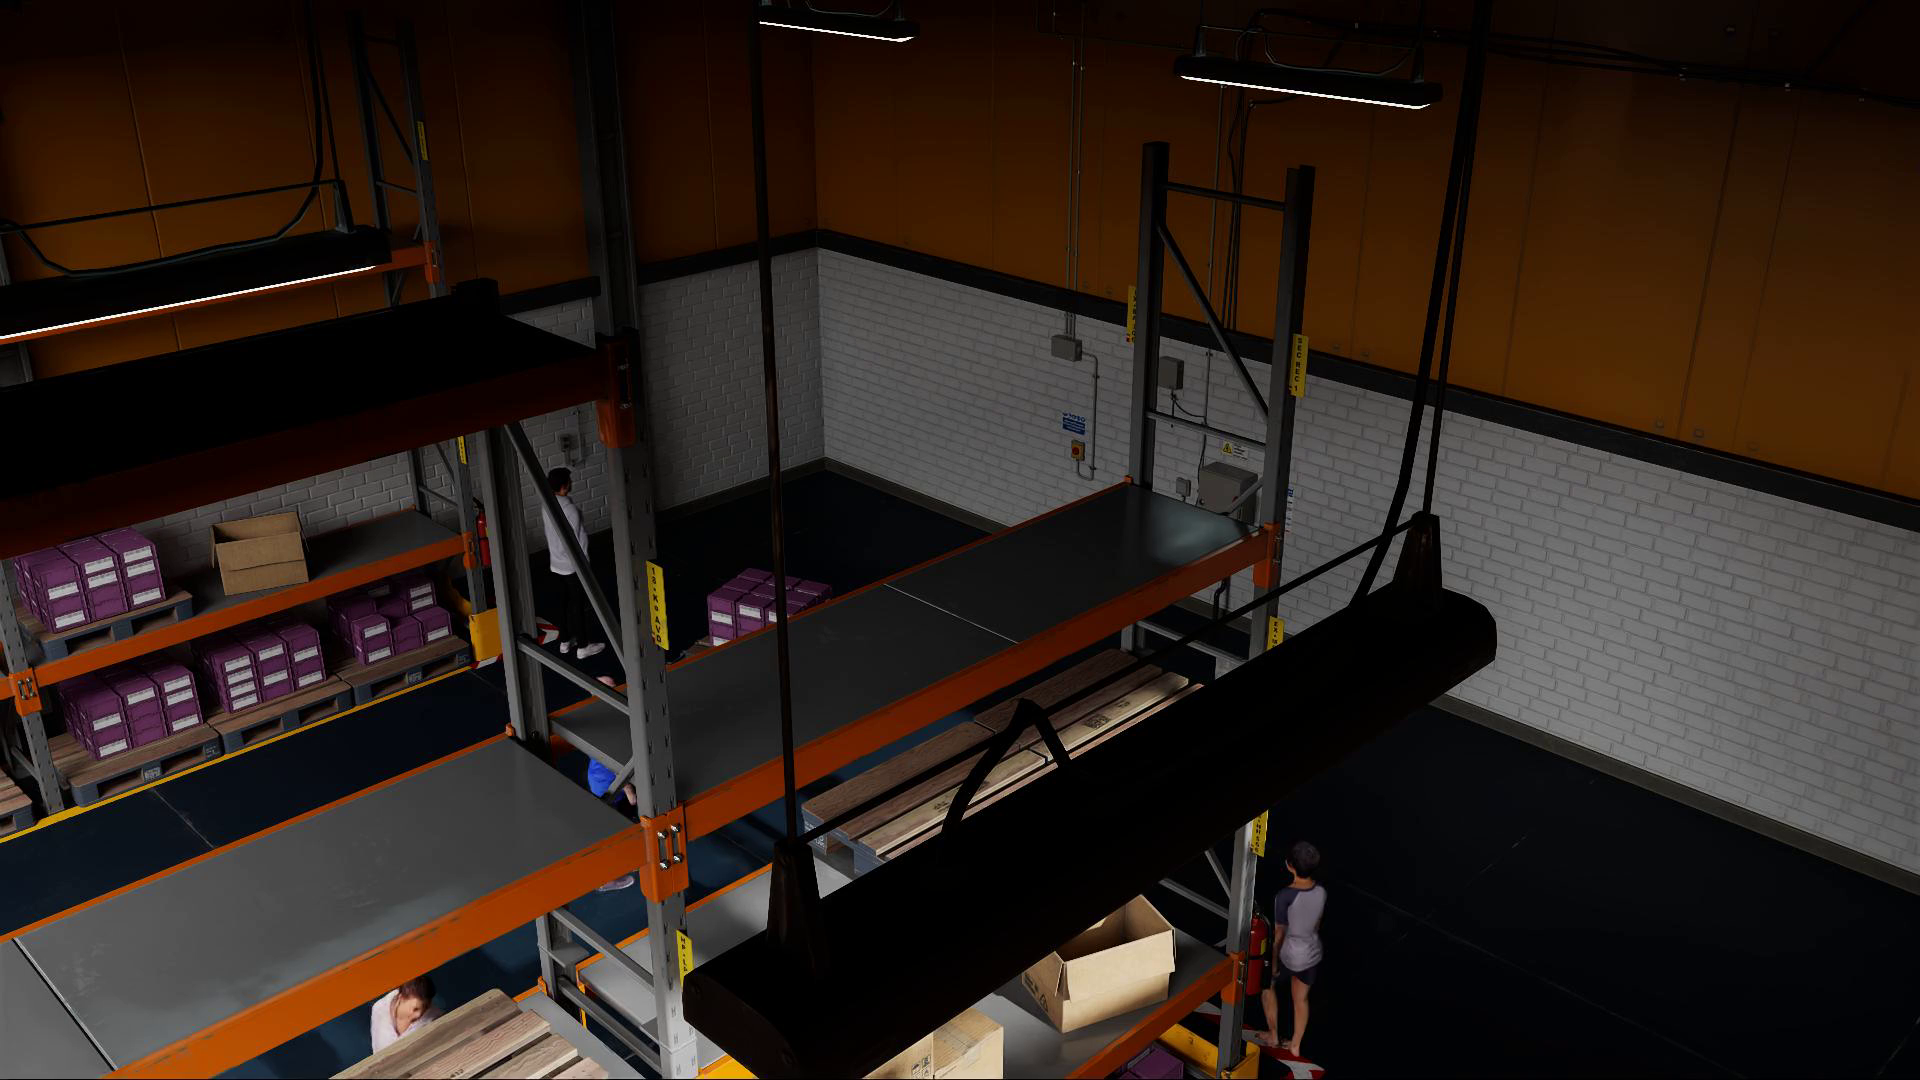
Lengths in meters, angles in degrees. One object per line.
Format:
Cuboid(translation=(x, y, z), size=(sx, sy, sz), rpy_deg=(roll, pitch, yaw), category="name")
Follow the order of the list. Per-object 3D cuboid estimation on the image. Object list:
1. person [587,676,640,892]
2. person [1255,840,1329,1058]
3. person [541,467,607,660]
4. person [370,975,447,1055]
Cuboid(translation=(-2.692, 1.850, 12.440), size=(0.844, 1.822, 0.806), rpy_deg=(-8, 25, -19), category="person")
Cuboid(translation=(2.229, 2.712, 10.818), size=(0.636, 1.542, 0.735), rpy_deg=(-12, 26, -25), category="person")
Cuboid(translation=(-3.792, 0.211, 16.054), size=(0.722, 1.930, 0.654), rpy_deg=(15, 28, 31), category="person")
Cuboid(translation=(-3.172, 3.150, 9.663), size=(0.732, 1.664, 0.716), rpy_deg=(15, 28, 31), category="person")
